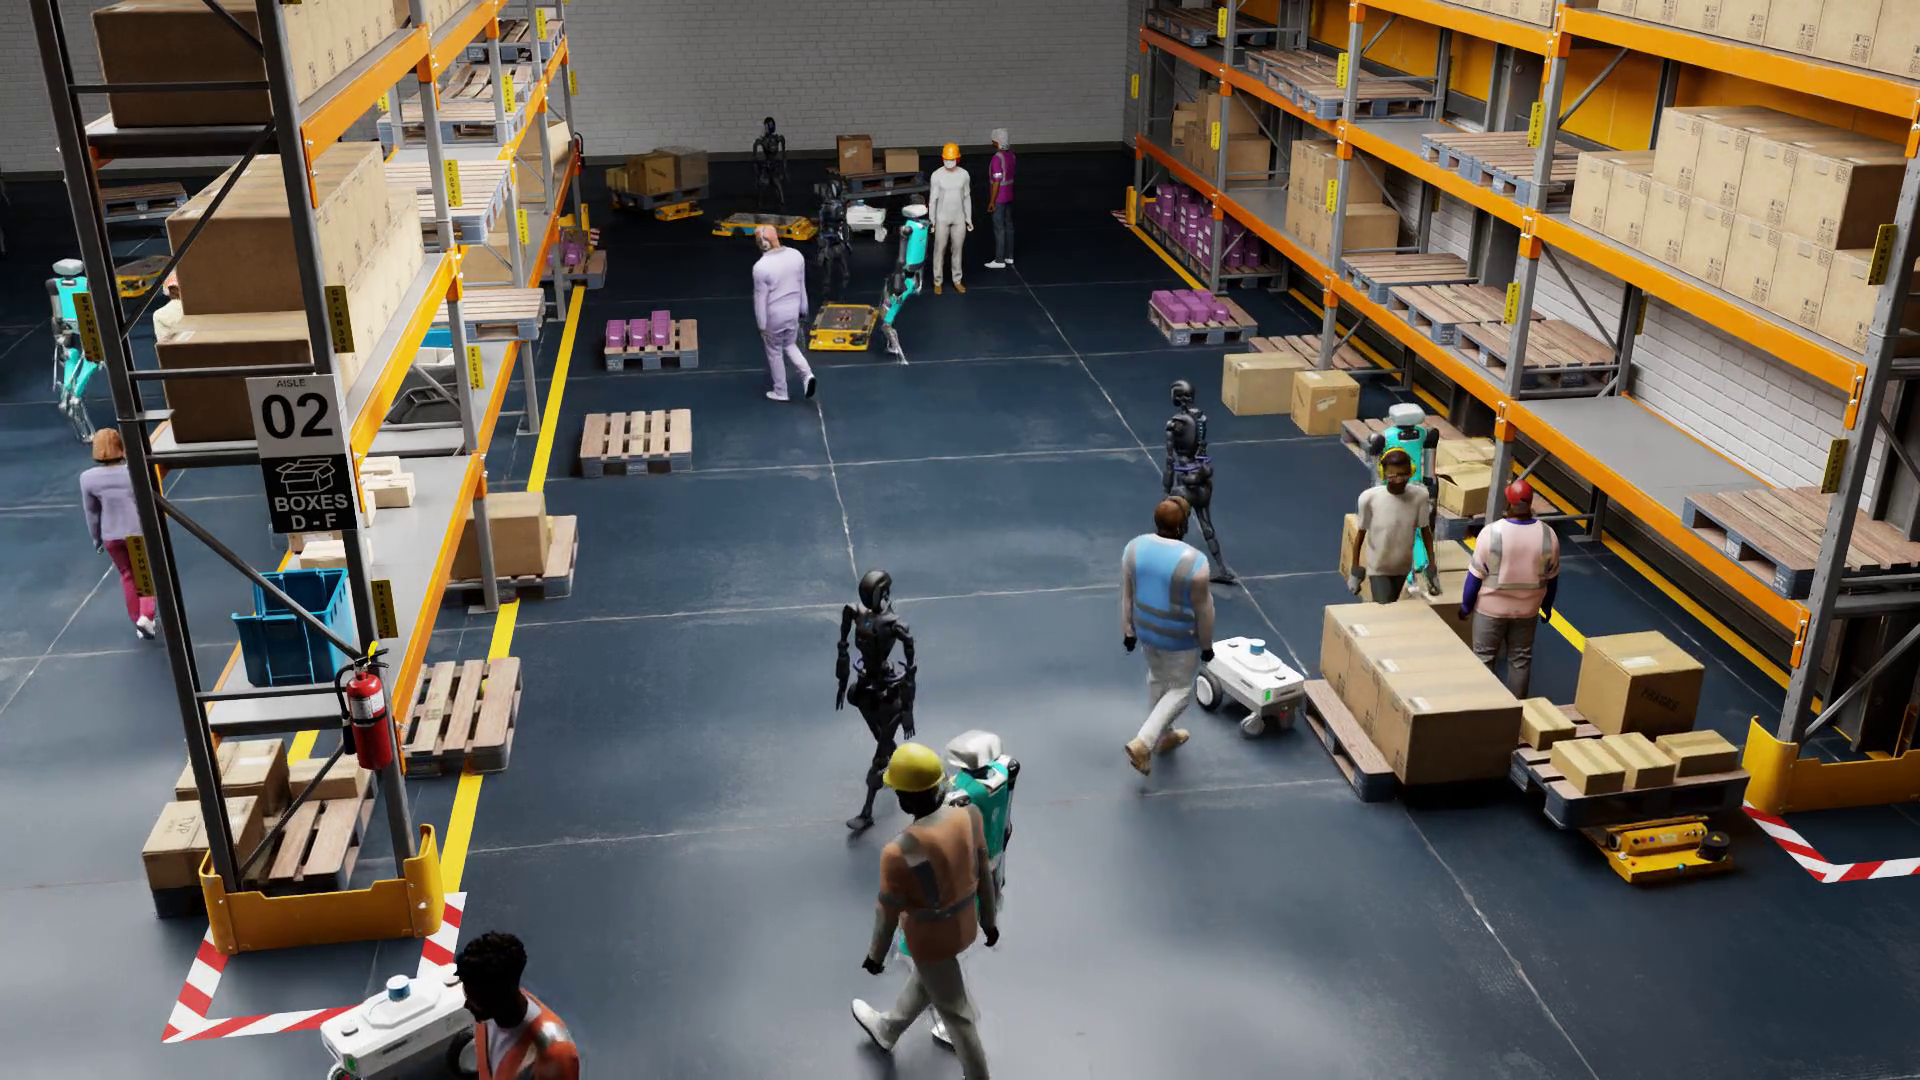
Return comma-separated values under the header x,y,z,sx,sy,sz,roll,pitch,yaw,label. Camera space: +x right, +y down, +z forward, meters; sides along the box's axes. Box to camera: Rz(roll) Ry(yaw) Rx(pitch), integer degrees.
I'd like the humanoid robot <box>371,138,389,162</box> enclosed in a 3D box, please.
x,y,z,sx,sy,sz,roll,pitch,yaw,label
-7.607,-4.555,22.311,0.433,1.643,0.610,16,28,32,humanoid robot

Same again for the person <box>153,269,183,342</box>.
x,y,z,sx,sy,sz,roll,pitch,yaw,label
-7.332,-1.707,15.750,0.594,1.725,0.568,20,31,38,person

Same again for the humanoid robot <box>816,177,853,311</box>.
x,y,z,sx,sy,sz,roll,pitch,yaw,label
-1.542,-3.550,20.019,0.388,1.642,0.610,14,27,29,humanoid robot

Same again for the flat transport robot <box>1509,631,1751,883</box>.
x,y,z,sx,sy,sz,roll,pitch,yaw,label
3.970,1.572,10.097,0.659,0.231,1.431,-5,24,-11,flat transport robot

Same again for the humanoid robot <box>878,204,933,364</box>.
x,y,z,sx,sy,sz,roll,pitch,yaw,label
-0.714,-2.816,18.283,0.789,1.784,0.550,14,27,29,humanoid robot

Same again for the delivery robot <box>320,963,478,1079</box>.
x,y,z,sx,sy,sz,roll,pitch,yaw,label
-2.635,2.357,7.973,0.814,0.612,0.499,-21,31,-39,delivery robot

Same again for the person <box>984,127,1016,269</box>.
x,y,z,sx,sy,sz,roll,pitch,yaw,label
0.537,-4.530,22.034,0.321,1.845,0.524,14,27,28,person

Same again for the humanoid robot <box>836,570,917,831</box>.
x,y,z,sx,sy,sz,roll,pitch,yaw,label
-0.500,0.898,9.940,0.589,1.617,0.820,14,27,29,humanoid robot

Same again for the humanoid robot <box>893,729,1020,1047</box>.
x,y,z,sx,sy,sz,roll,pitch,yaw,label
-0.087,1.706,8.024,0.651,1.847,0.543,16,28,32,humanoid robot

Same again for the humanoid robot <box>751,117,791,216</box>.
x,y,z,sx,sy,sz,roll,pitch,yaw,label
-2.730,-5.260,23.946,0.610,1.621,0.745,-17,29,-33,humanoid robot

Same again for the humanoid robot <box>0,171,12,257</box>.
x,y,z,sx,sy,sz,roll,pitch,yaw,label
-13.300,-4.675,22.640,0.611,1.638,0.739,-13,27,-28,humanoid robot

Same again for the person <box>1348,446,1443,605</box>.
x,y,z,sx,sy,sz,roll,pitch,yaw,label
2.939,0.213,11.272,0.576,1.811,0.969,-5,24,-12,person

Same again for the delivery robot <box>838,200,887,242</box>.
x,y,z,sx,sy,sz,roll,pitch,yaw,label
-1.429,-4.532,23.659,0.807,0.604,0.499,2,24,4,delivery robot

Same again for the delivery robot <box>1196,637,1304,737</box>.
x,y,z,sx,sy,sz,roll,pitch,yaw,label
1.947,0.947,11.184,0.524,0.611,0.782,-12,26,-25,delivery robot

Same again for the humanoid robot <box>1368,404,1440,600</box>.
x,y,z,sx,sy,sz,roll,pitch,yaw,label
3.271,-0.017,11.958,0.552,1.810,0.836,-6,24,-13,humanoid robot

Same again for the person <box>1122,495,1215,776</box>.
x,y,z,sx,sy,sz,roll,pitch,yaw,label
1.259,0.603,10.373,0.701,1.824,0.620,-21,31,-40,person

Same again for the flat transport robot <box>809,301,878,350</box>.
x,y,z,sx,sy,sz,roll,pitch,yaw,label
-1.346,-2.488,19.347,0.659,0.231,1.431,1,24,2,flat transport robot

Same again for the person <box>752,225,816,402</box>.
x,y,z,sx,sy,sz,roll,pitch,yaw,label
-1.802,-2.267,16.842,0.569,1.874,0.679,22,32,40,person

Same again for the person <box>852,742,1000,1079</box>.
x,y,z,sx,sy,sz,roll,pitch,yaw,label
-0.173,1.764,7.657,0.989,1.869,0.595,17,29,33,person

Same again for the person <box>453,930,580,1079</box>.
x,y,z,sx,sy,sz,roll,pitch,yaw,label
-1.618,2.299,6.354,0.621,1.953,0.458,21,31,39,person

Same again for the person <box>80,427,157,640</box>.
x,y,z,sx,sy,sz,roll,pitch,yaw,label
-6.022,-0.008,12.016,0.534,1.611,0.461,-3,24,-7,person

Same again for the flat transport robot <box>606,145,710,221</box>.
x,y,z,sx,sy,sz,roll,pitch,yaw,label
-4.598,-5.083,25.258,0.659,0.231,1.431,-22,32,-40,flat transport robot

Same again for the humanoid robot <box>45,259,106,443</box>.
x,y,z,sx,sy,sz,roll,pitch,yaw,label
-8.430,-1.711,15.780,0.530,1.791,0.780,3,24,6,humanoid robot

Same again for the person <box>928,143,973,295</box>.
x,y,z,sx,sy,sz,roll,pitch,yaw,label
-0.116,-4.023,20.830,0.561,1.891,0.383,-6,24,-14,person

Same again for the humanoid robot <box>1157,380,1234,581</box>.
x,y,z,sx,sy,sz,roll,pitch,yaw,label
1.792,-0.456,13.026,0.828,1.611,0.589,18,29,35,humanoid robot

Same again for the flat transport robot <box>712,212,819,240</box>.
x,y,z,sx,sy,sz,roll,pitch,yaw,label
-2.782,-4.510,23.952,1.431,0.231,0.659,6,24,13,flat transport robot

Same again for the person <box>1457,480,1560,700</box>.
x,y,z,sx,sy,sz,roll,pitch,yaw,label
3.567,0.430,10.852,0.601,1.754,0.420,0,24,1,person

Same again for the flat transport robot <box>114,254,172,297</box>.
x,y,z,sx,sy,sz,roll,pitch,yaw,label
-10.505,-3.415,21.457,0.659,0.231,1.431,4,24,10,flat transport robot
